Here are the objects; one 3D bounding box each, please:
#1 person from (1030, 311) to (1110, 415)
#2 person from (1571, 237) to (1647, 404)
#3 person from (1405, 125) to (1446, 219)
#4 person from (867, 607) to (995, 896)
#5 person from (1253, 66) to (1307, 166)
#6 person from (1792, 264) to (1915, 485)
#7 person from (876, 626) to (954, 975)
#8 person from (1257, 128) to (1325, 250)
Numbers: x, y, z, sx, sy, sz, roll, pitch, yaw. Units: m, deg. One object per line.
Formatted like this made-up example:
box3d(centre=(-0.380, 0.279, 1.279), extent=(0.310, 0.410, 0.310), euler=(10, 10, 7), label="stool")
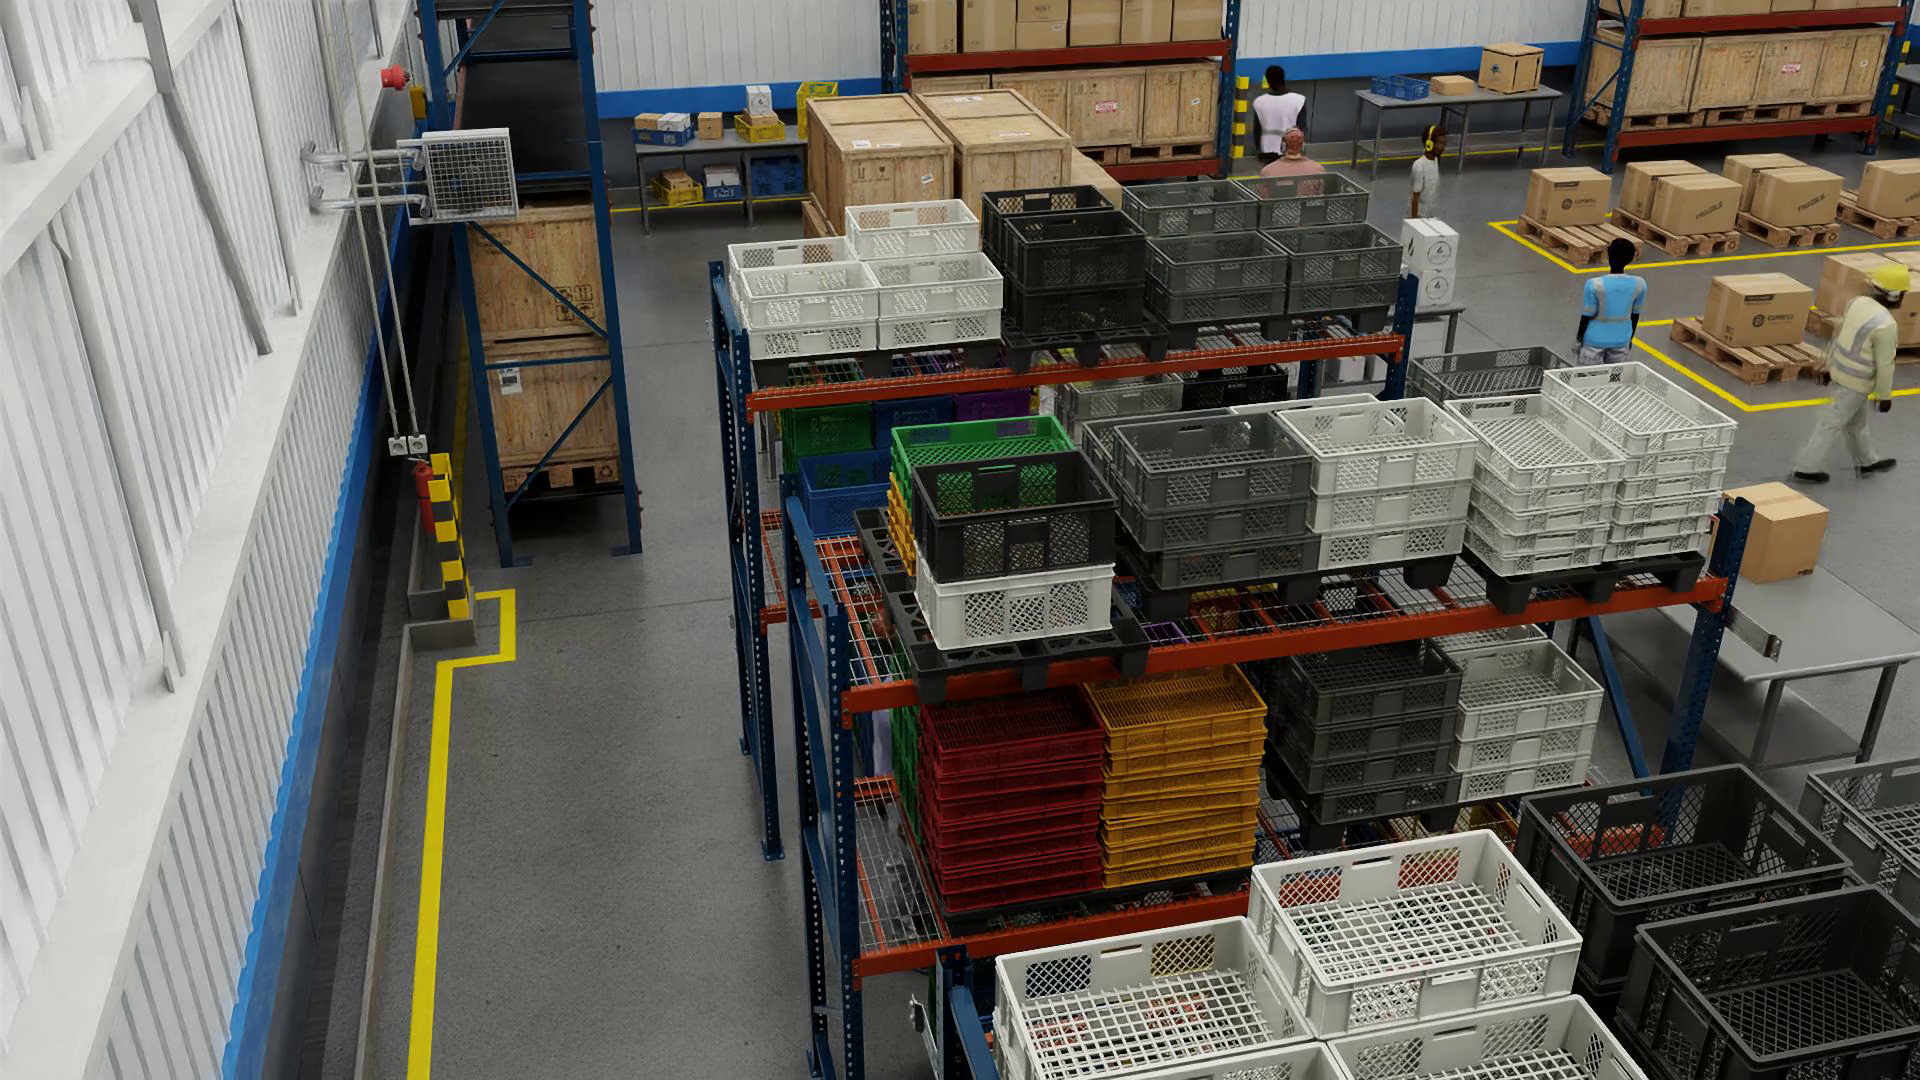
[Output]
box3d(centre=(0.822, -1.223, 12.665), extent=(0.634, 1.842, 0.429), euler=(5, 28, 9), label="person")
box3d(centre=(5.272, -1.636, 13.601), extent=(0.540, 1.695, 0.317), euler=(-3, 28, -6), label="person")
box3d(centre=(4.509, -3.104, 16.200), extent=(0.328, 1.876, 0.513), euler=(15, 31, 26), label="person")
box3d(centre=(-0.096, 1.150, 8.159), extent=(0.633, 1.847, 0.643), euler=(23, 36, 37), label="person")
box3d(centre=(3.561, -4.308, 18.496), extent=(0.670, 1.867, 0.447), euler=(12, 30, 21), label="person")
box3d(centre=(6.998, -1.238, 12.735), extent=(0.883, 1.793, 0.619), euler=(3, 28, 5), label="person")
box3d(centre=(-0.196, 1.185, 8.000), extent=(0.370, 1.934, 0.627), euler=(6, 28, 12), label="person")
box3d(centre=(3.139, -2.999, 15.982), extent=(0.653, 1.898, 0.399), euler=(2, 28, 3), label="person")
